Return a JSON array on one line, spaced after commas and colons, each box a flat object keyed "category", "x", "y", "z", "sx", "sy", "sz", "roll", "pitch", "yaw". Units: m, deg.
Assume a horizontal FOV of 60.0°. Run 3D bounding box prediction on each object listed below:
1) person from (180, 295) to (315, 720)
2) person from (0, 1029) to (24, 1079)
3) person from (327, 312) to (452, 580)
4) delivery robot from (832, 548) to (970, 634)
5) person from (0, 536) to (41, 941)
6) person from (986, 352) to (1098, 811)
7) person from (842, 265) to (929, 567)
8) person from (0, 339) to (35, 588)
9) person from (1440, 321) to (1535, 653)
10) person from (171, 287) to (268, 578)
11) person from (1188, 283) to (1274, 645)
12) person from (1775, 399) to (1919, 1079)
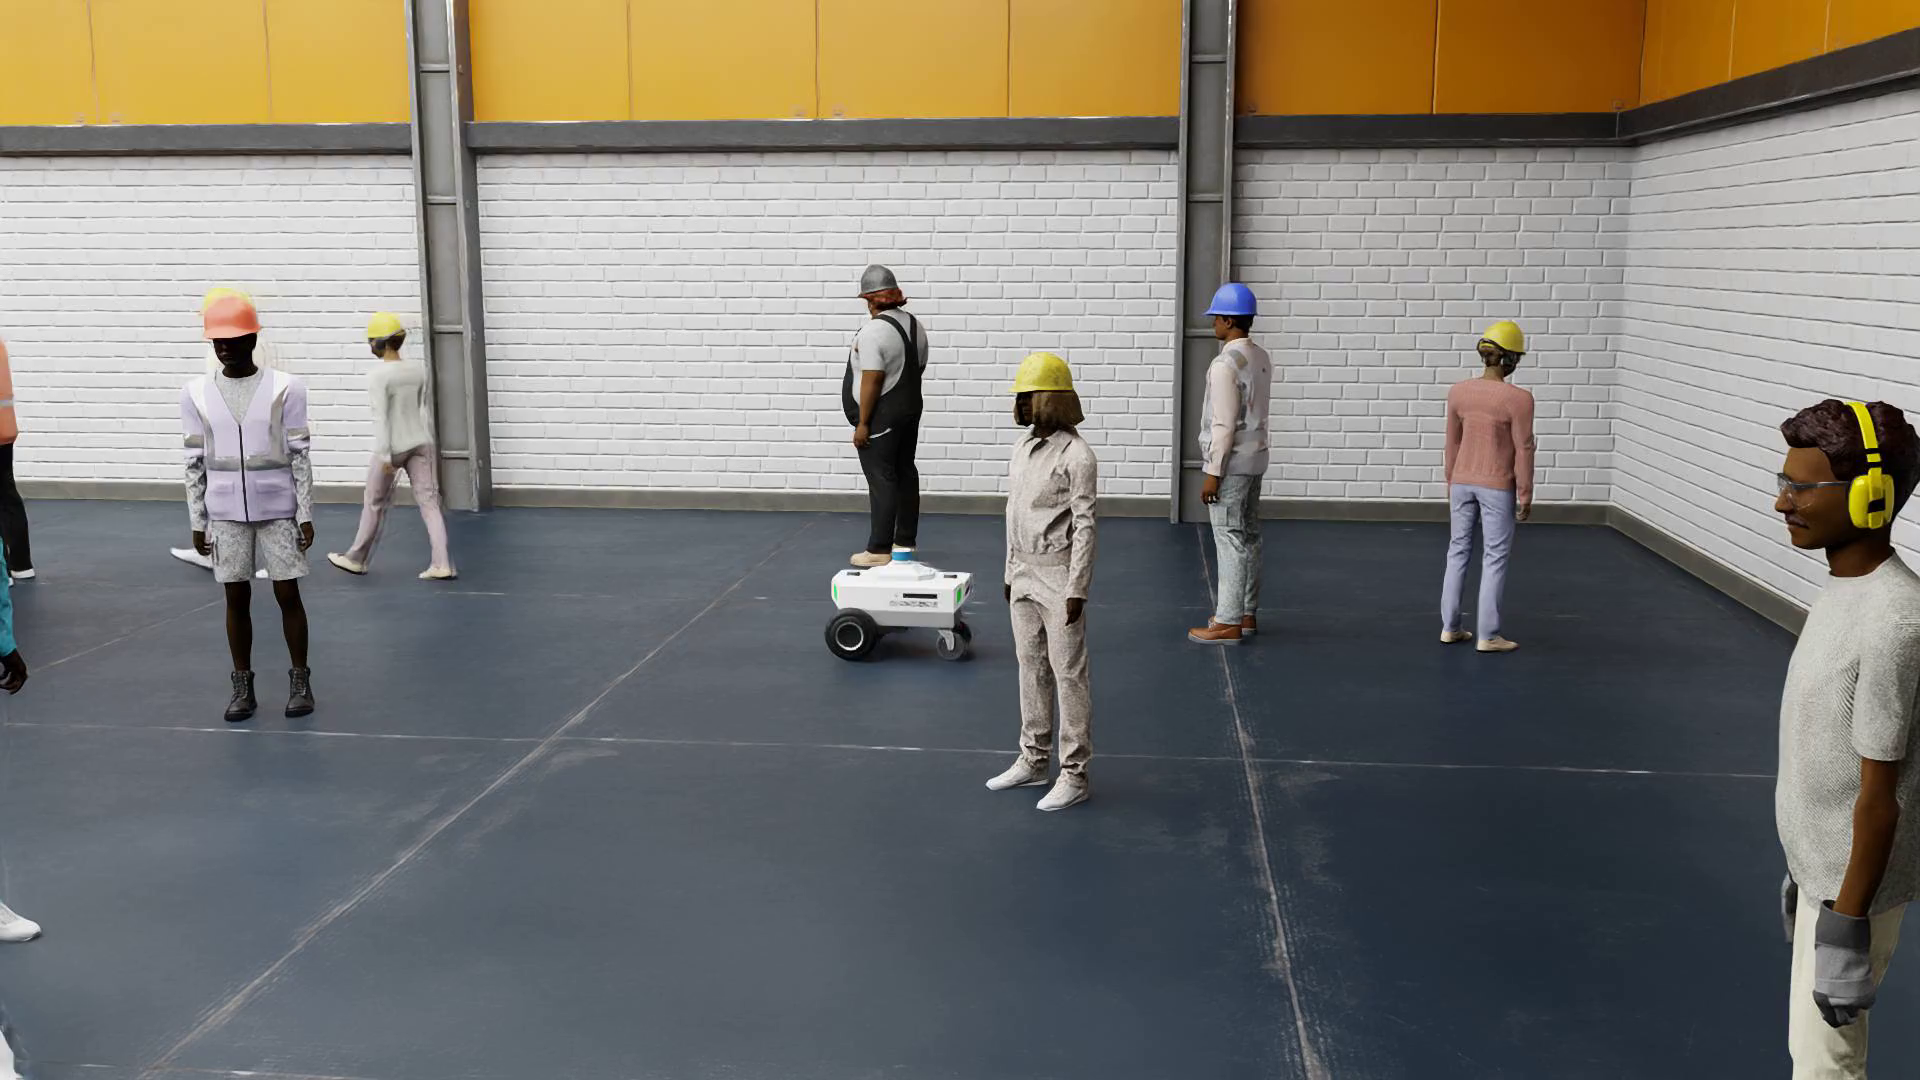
[{"category": "person", "x": -3.208, "y": -0.134, "z": 7.518, "sx": 0.544, "sy": 1.932, "sz": 0.375, "roll": -2, "pitch": 10, "yaw": -11}, {"category": "person", "x": -2.542, "y": 0.582, "z": 3.763, "sx": 0.913, "sy": 1.808, "sz": 0.635, "roll": 4, "pitch": 11, "yaw": 21}, {"category": "person", "x": -3.683, "y": -0.595, "z": 10.735, "sx": 0.900, "sy": 1.724, "sz": 0.532, "roll": 5, "pitch": 11, "yaw": 25}, {"category": "delivery robot", "x": -0.304, "y": 0.286, "z": 8.755, "sx": 0.707, "sy": 0.478, "sz": 0.477, "roll": 1, "pitch": 10, "yaw": 8}, {"category": "person", "x": -3.094, "y": 0.317, "z": 4.943, "sx": 0.392, "sy": 1.922, "sz": 0.593, "roll": 5, "pitch": 11, "yaw": 26}, {"category": "person", "x": 0.320, "y": 0.156, "z": 6.372, "sx": 0.295, "sy": 1.744, "sz": 0.489, "roll": -7, "pitch": 12, "yaw": -34}, {"category": "person", "x": -0.543, "y": -0.844, "z": 11.246, "sx": 0.536, "sy": 2.000, "sz": 0.672, "roll": 6, "pitch": 11, "yaw": 30}, {"category": "person", "x": -6.160, "y": -0.643, "z": 10.456, "sx": 0.397, "sy": 1.917, "sz": 0.594, "roll": -1, "pitch": 10, "yaw": -4}, {"category": "person", "x": 2.808, "y": -0.277, "z": 8.823, "sx": 0.336, "sy": 1.757, "sz": 0.532, "roll": -8, "pitch": 13, "yaw": -38}, {"category": "person", "x": -4.763, "y": -0.674, "z": 10.732, "sx": 0.944, "sy": 1.886, "sz": 0.591, "roll": 0, "pitch": 10, "yaw": 0}, {"category": "person", "x": 1.478, "y": -0.406, "z": 9.001, "sx": 0.390, "sy": 1.948, "sz": 0.605, "roll": 6, "pitch": 11, "yaw": 29}, {"category": "person", "x": 1.641, "y": 0.663, "z": 3.150, "sx": 0.334, "sy": 1.860, "sz": 0.509, "roll": 4, "pitch": 11, "yaw": 21}]
